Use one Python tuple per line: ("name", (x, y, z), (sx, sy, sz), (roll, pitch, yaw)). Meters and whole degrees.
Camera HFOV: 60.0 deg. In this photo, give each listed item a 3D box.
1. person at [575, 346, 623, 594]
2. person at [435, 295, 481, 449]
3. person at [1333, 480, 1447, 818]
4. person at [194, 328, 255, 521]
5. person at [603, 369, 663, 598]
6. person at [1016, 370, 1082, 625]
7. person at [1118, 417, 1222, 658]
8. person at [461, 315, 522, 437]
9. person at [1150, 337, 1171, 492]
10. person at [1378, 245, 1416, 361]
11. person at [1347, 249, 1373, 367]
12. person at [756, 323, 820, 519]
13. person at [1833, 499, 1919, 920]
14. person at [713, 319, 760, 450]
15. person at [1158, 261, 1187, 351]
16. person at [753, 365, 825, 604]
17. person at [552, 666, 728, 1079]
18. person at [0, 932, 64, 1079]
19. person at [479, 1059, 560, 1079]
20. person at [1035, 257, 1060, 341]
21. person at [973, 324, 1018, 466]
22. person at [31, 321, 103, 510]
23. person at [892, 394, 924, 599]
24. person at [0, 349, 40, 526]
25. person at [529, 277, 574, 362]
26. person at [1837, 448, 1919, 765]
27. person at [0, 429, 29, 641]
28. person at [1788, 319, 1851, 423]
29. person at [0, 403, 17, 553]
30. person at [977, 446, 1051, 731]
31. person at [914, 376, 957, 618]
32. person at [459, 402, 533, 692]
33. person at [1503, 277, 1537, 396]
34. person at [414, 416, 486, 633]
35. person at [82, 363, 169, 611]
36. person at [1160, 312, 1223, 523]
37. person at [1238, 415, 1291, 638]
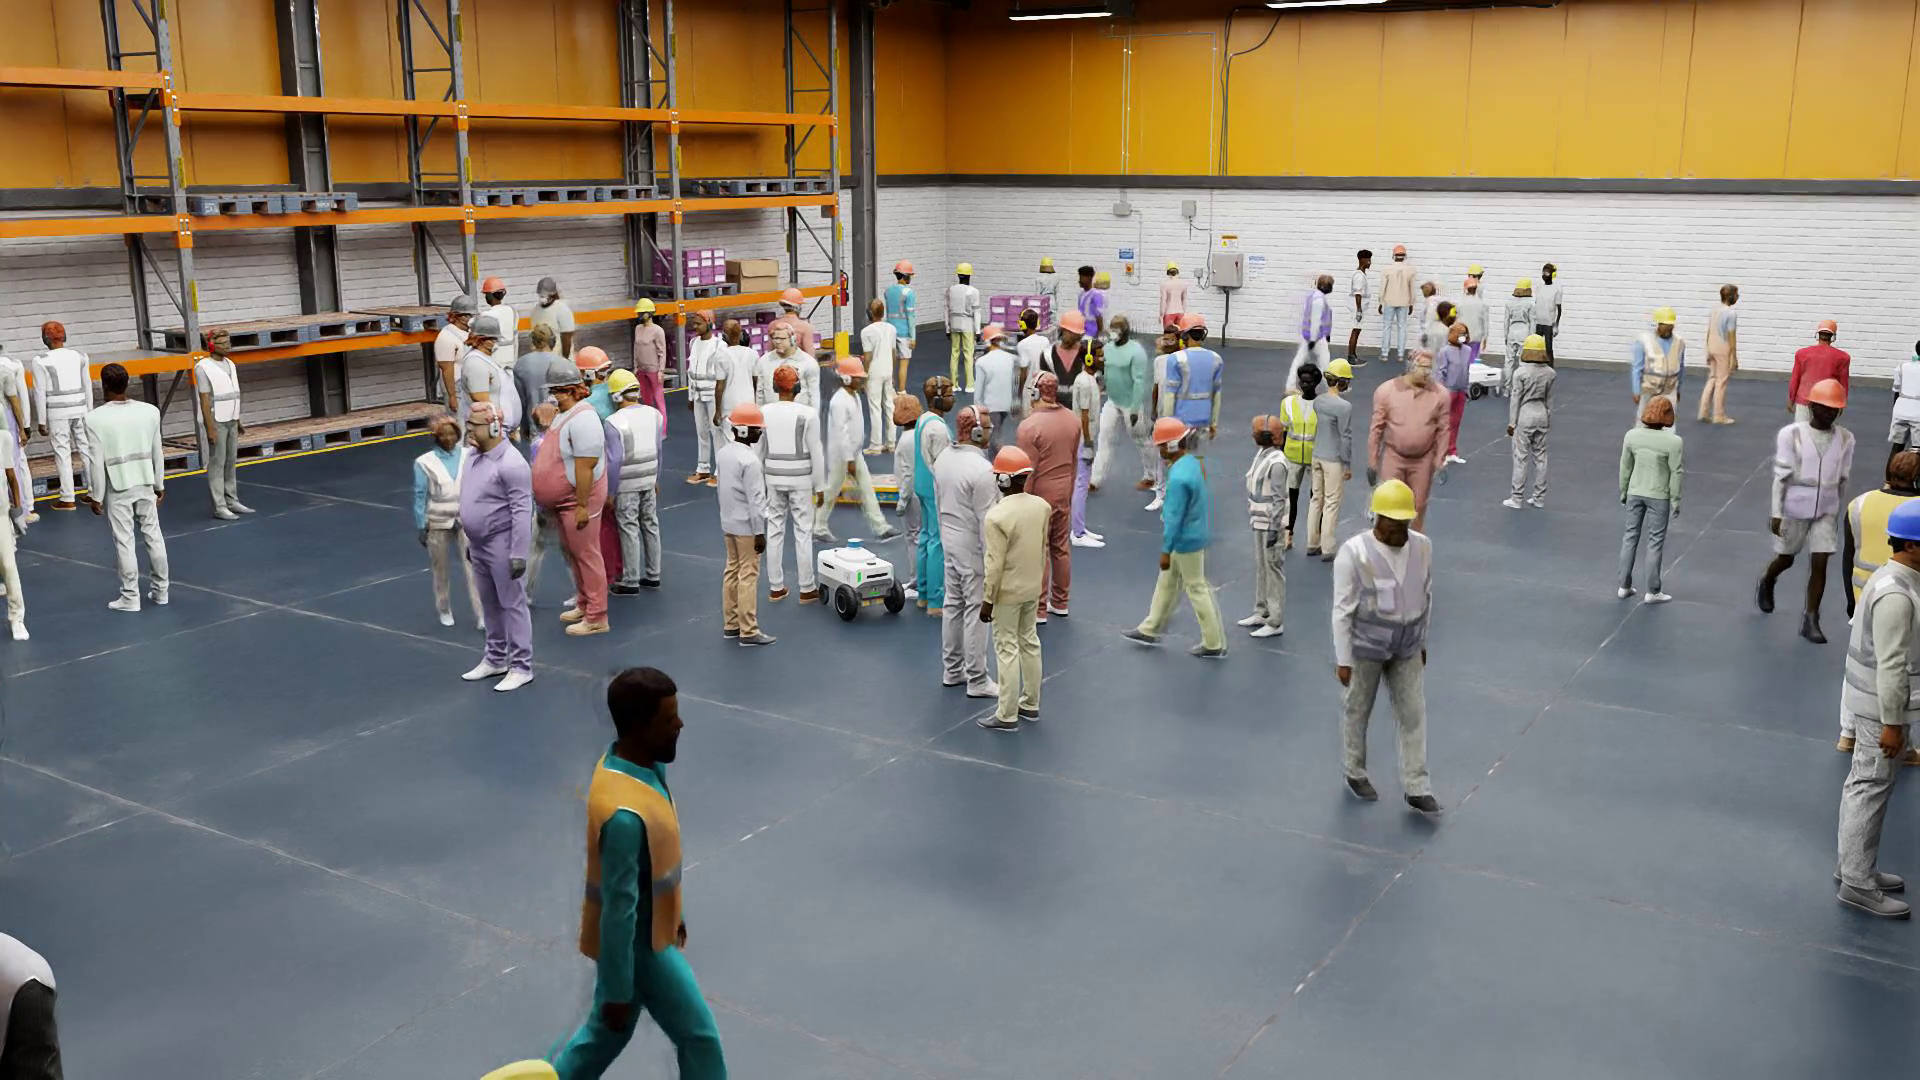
("person", (-2.885, -0.560, 13.350), (0.406, 1.988, 0.613), (4, 14, 16))
("person", (-5.268, -1.614, 17.808), (0.535, 2.000, 0.680), (3, 13, 12))
("person", (2.284, 0.589, 8.772), (0.629, 1.799, 0.817), (-3, 13, -15))
("person", (-7.155, -1.124, 16.105), (0.389, 1.848, 0.563), (1, 13, 5))
("person", (-2.616, -0.448, 13.230), (0.403, 1.823, 0.588), (8, 15, 33))
("person", (0.614, -0.319, 12.483), (0.408, 1.909, 0.638), (11, 17, 41))
("person", (1.476, -0.012, 11.612), (0.847, 1.691, 0.603), (3, 13, 14))
("person", (-4.349, -1.080, 15.492), (0.538, 2.000, 0.682), (-4, 14, -17))
("person", (2.181, -1.321, 17.436), (0.316, 1.631, 0.518), (2, 13, 10))
("person", (7.499, -4.069, 28.591), (0.624, 1.983, 0.413), (0, 13, 0))
("person", (6.689, -3.887, 27.859), (0.371, 1.958, 0.598), (3, 13, 13))
("person", (-1.671, -1.136, 16.027), (0.643, 1.908, 0.399), (4, 14, 17))
("person", (4.309, 0.761, 7.709), (0.391, 1.948, 0.605), (6, 14, 26))
("person", (-2.288, -1.339, 17.043), (0.504, 1.845, 0.344), (-7, 15, -30))
("person", (3.526, -3.744, 27.657), (0.524, 1.764, 0.329), (-6, 14, -25))
("person", (-1.330, -0.430, 13.020), (0.576, 1.883, 0.355), (4, 13, 16))
("person", (-1.085, 1.314, 5.507), (1.002, 1.875, 0.601), (-2, 13, -10))
("person", (-2.476, 1.592, 4.170), (0.593, 1.920, 0.391), (4, 14, 16))
("person", (-0.870, 1.866, 3.338), (0.339, 1.761, 0.524), (-5, 14, -22))
("person", (1.523, -4.104, 29.283), (0.480, 1.733, 0.343), (-8, 15, -30))
("person", (0.420, -1.448, 17.823), (0.570, 1.713, 0.784), (-11, 17, -39))
("person", (-8.887, -1.234, 16.533), (0.356, 1.876, 0.575), (7, 15, 29))
("person", (-0.399, -0.342, 13.179), (0.278, 1.634, 0.499), (3, 13, 11))
("person", (-9.118, -1.046, 15.774), (0.507, 1.846, 0.345), (0, 13, 1))
("person", (-5.153, -2.406, 21.242), (0.758, 2.000, 0.786), (8, 15, 31))
("person", (5.396, 0.380, 9.596), (0.429, 1.844, 0.625), (-7, 15, -26))
("person", (-6.997, -0.166, 11.936), (0.501, 1.862, 0.328), (-9, 16, -34))
("person", (9.348, -1.535, 18.132), (0.576, 1.737, 0.355), (6, 14, 23))
("person", (-8.543, -0.651, 14.501), (0.515, 1.645, 0.309), (-10, 16, -36))
("person", (0.313, 0.292, 10.166), (0.329, 1.751, 0.568), (10, 16, 37))
("person", (-0.172, -0.330, 12.664), (0.332, 1.844, 0.517), (-4, 14, -18))
("person", (-3.069, 0.038, 10.926), (0.643, 1.913, 0.401), (12, 18, 43))
("person", (8.162, -2.946, 24.235), (0.484, 1.745, 0.298), (12, 18, 42))
("person", (-3.705, -0.096, 12.191), (0.547, 1.597, 0.839), (-7, 15, -29))
("person", (-6.413, -0.403, 12.829), (0.392, 1.917, 0.593), (8, 15, 32))
("person", (2.181, -1.145, 15.808), (0.619, 2.029, 0.409), (-6, 14, -26))
("person", (2.248, -0.104, 12.146), (0.315, 1.636, 0.514), (-1, 13, -4))
